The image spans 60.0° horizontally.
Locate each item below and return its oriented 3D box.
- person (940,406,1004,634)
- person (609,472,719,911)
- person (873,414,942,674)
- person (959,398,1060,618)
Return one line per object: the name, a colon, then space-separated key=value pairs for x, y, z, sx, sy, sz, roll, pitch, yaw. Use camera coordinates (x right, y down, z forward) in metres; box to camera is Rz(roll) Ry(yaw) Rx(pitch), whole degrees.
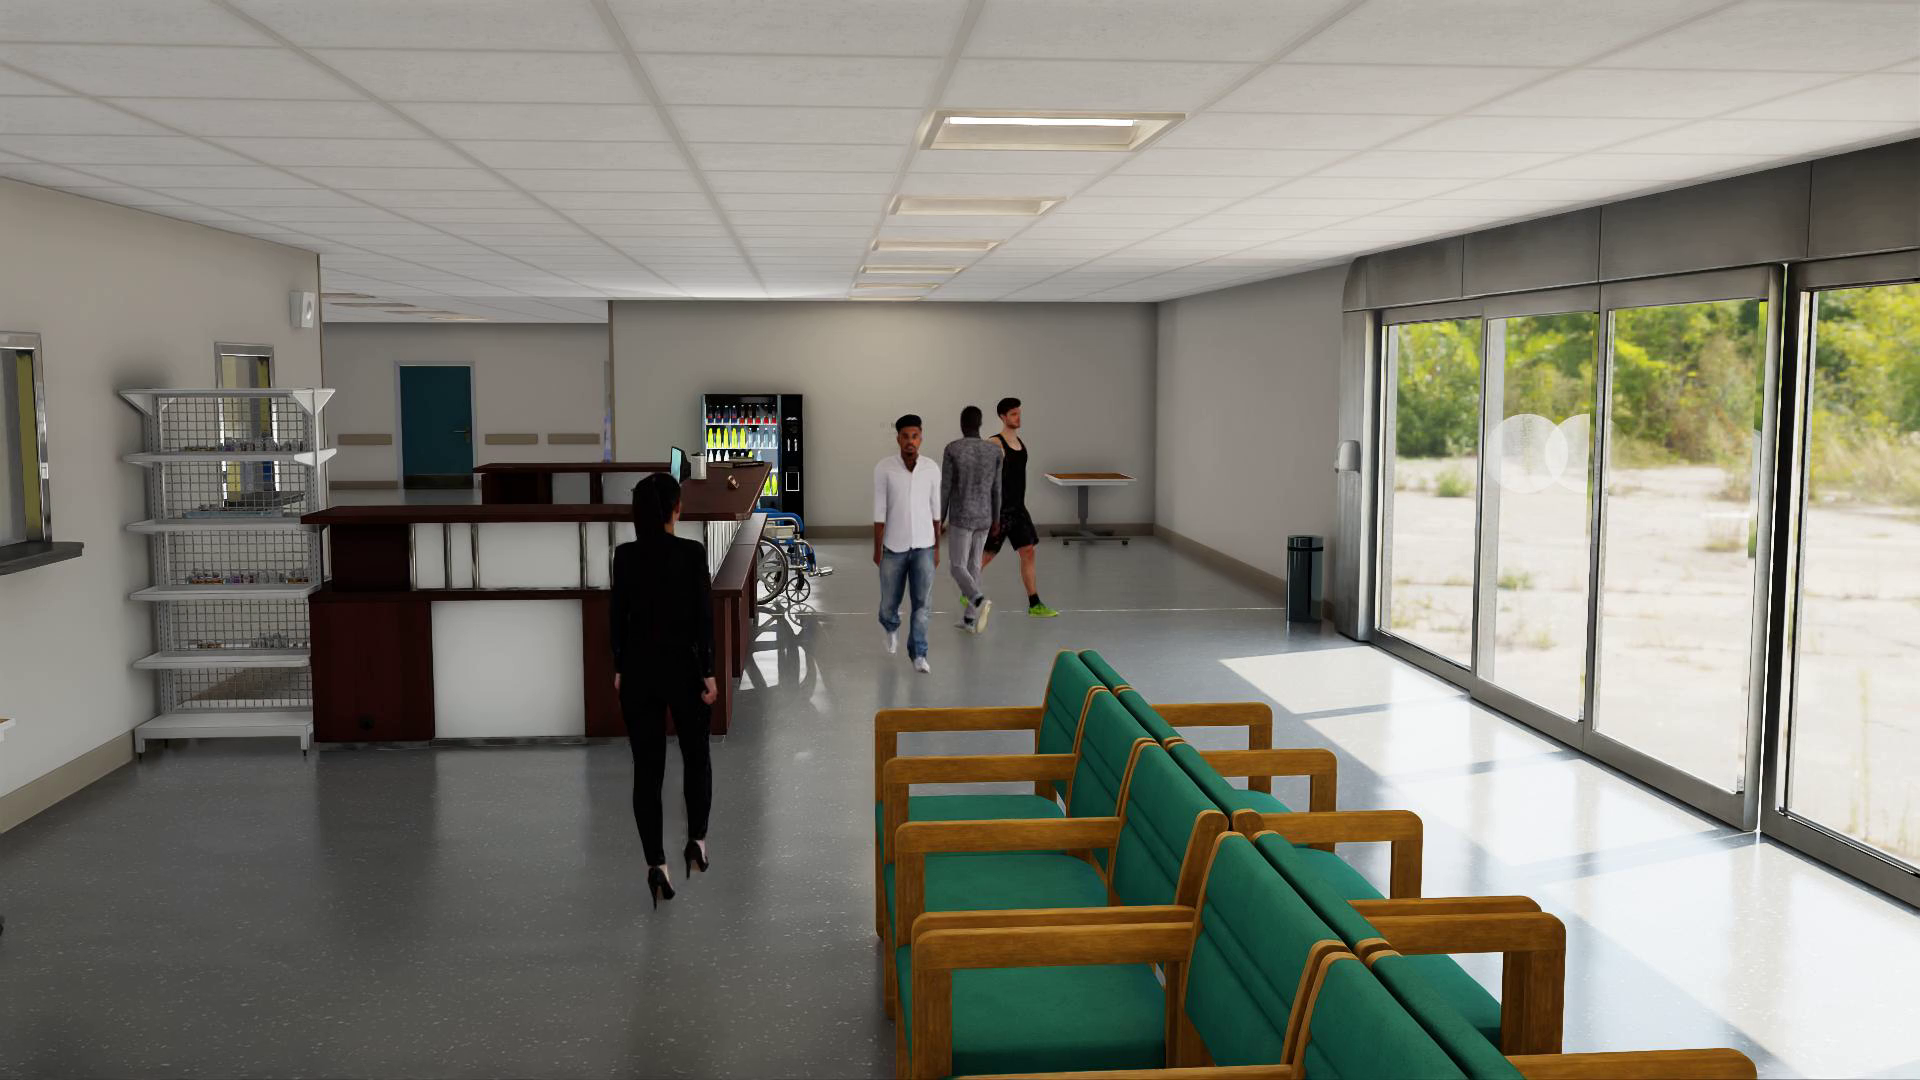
person: x=0.111 y=-0.135 z=13.147 sx=1.028 sy=1.820 sz=0.973 roll=-3 pitch=6 yaw=-27
person: x=-1.178 y=0.595 z=6.514 sx=0.748 sy=1.694 sz=0.741 roll=0 pitch=6 yaw=4
person: x=-0.371 y=0.019 z=11.737 sx=0.931 sy=1.795 sz=0.750 roll=-1 pitch=6 yaw=-11
person: x=0.308 y=-0.238 z=14.059 sx=1.269 sy=1.842 sz=1.194 roll=5 pitch=7 yaw=38
